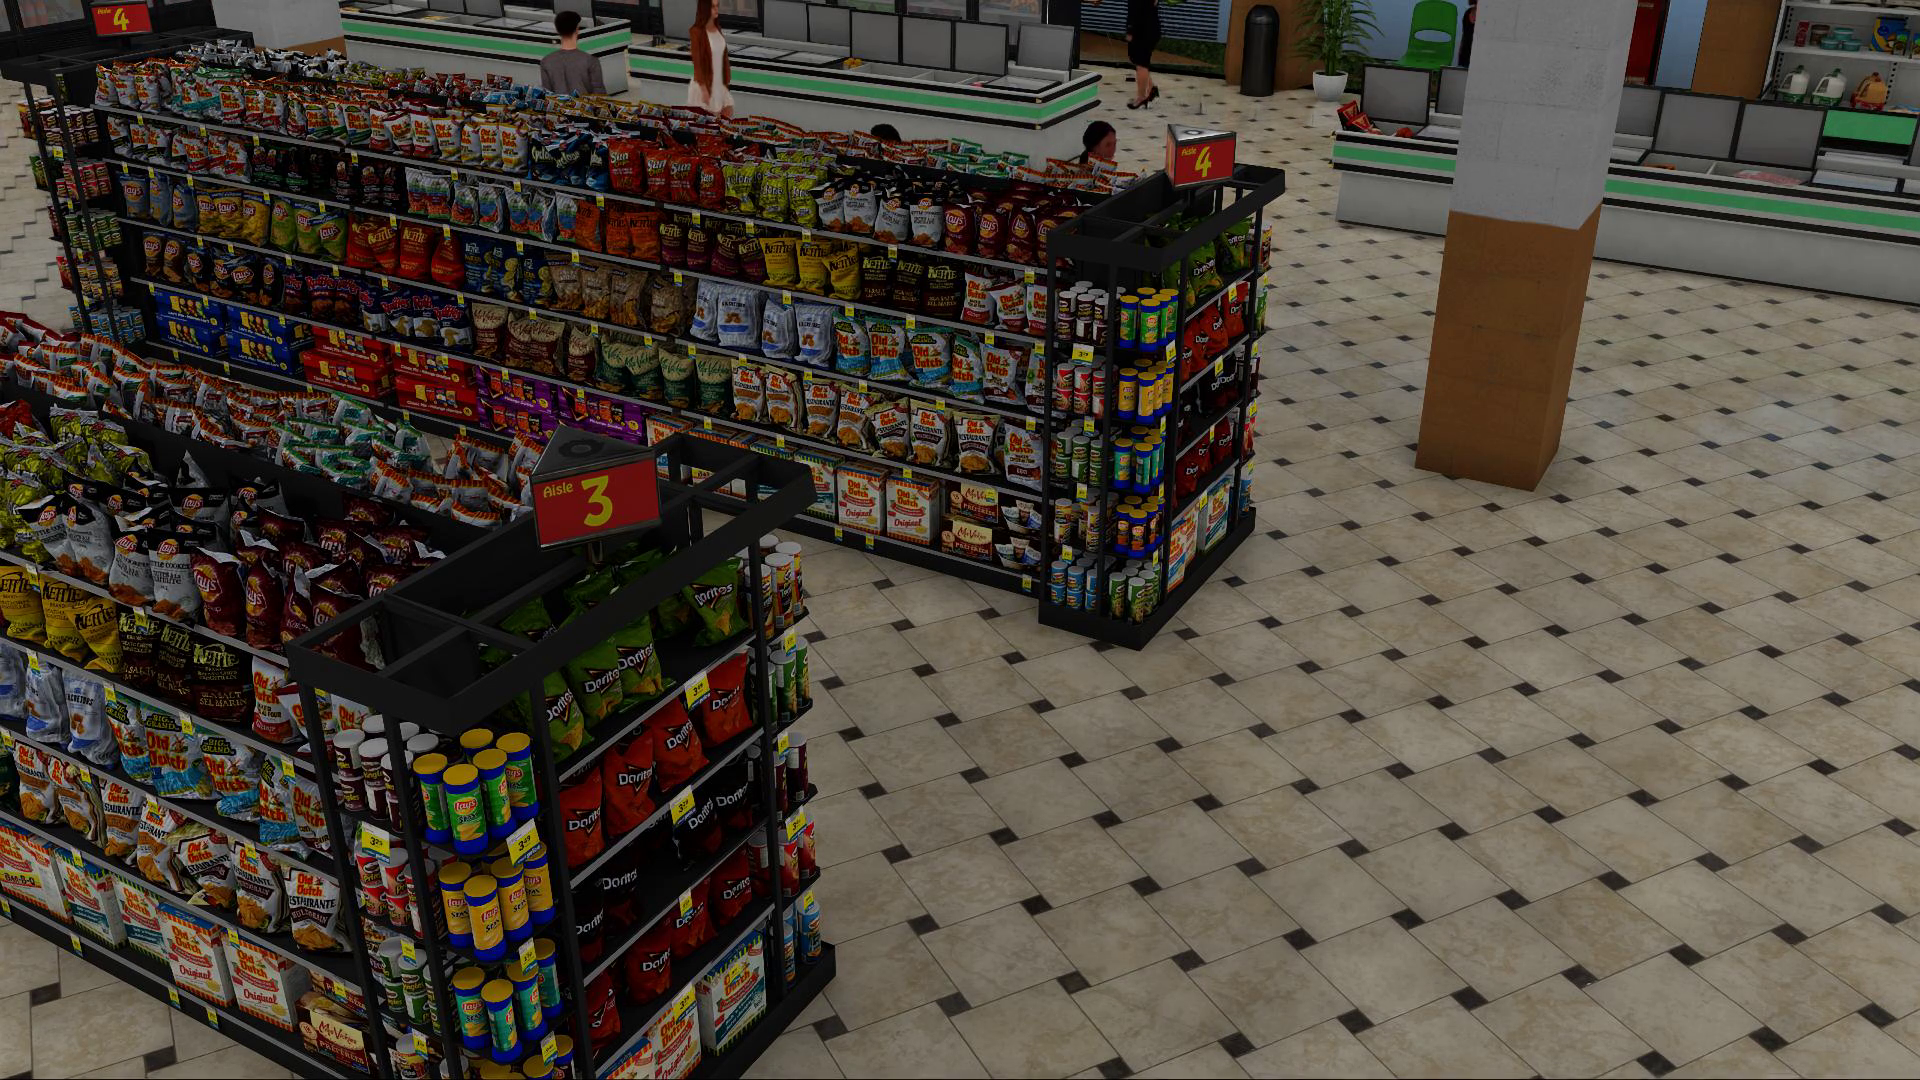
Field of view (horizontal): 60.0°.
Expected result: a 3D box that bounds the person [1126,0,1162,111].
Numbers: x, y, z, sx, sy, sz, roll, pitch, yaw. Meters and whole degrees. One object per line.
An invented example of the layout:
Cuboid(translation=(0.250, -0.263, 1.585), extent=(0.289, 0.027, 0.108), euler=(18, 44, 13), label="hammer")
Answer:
Cuboid(translation=(2.064, -5.515, 18.095), extent=(0.650, 1.666, 0.716), euler=(14, 30, 25), label="person")

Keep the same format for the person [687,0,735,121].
Cuboid(translation=(-2.416, -4.233, 15.551), extent=(1.044, 1.682, 0.675), euler=(16, 31, 28), label="person")

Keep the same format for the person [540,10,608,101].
Cuboid(translation=(-3.089, -3.308, 13.482), extent=(0.694, 1.903, 0.827), euler=(2, 27, 3), label="person")

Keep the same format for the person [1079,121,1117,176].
Cuboid(translation=(0.770, -1.828, 10.778), extent=(1.224, 1.709, 0.780), euler=(23, 35, 37), label="person")
